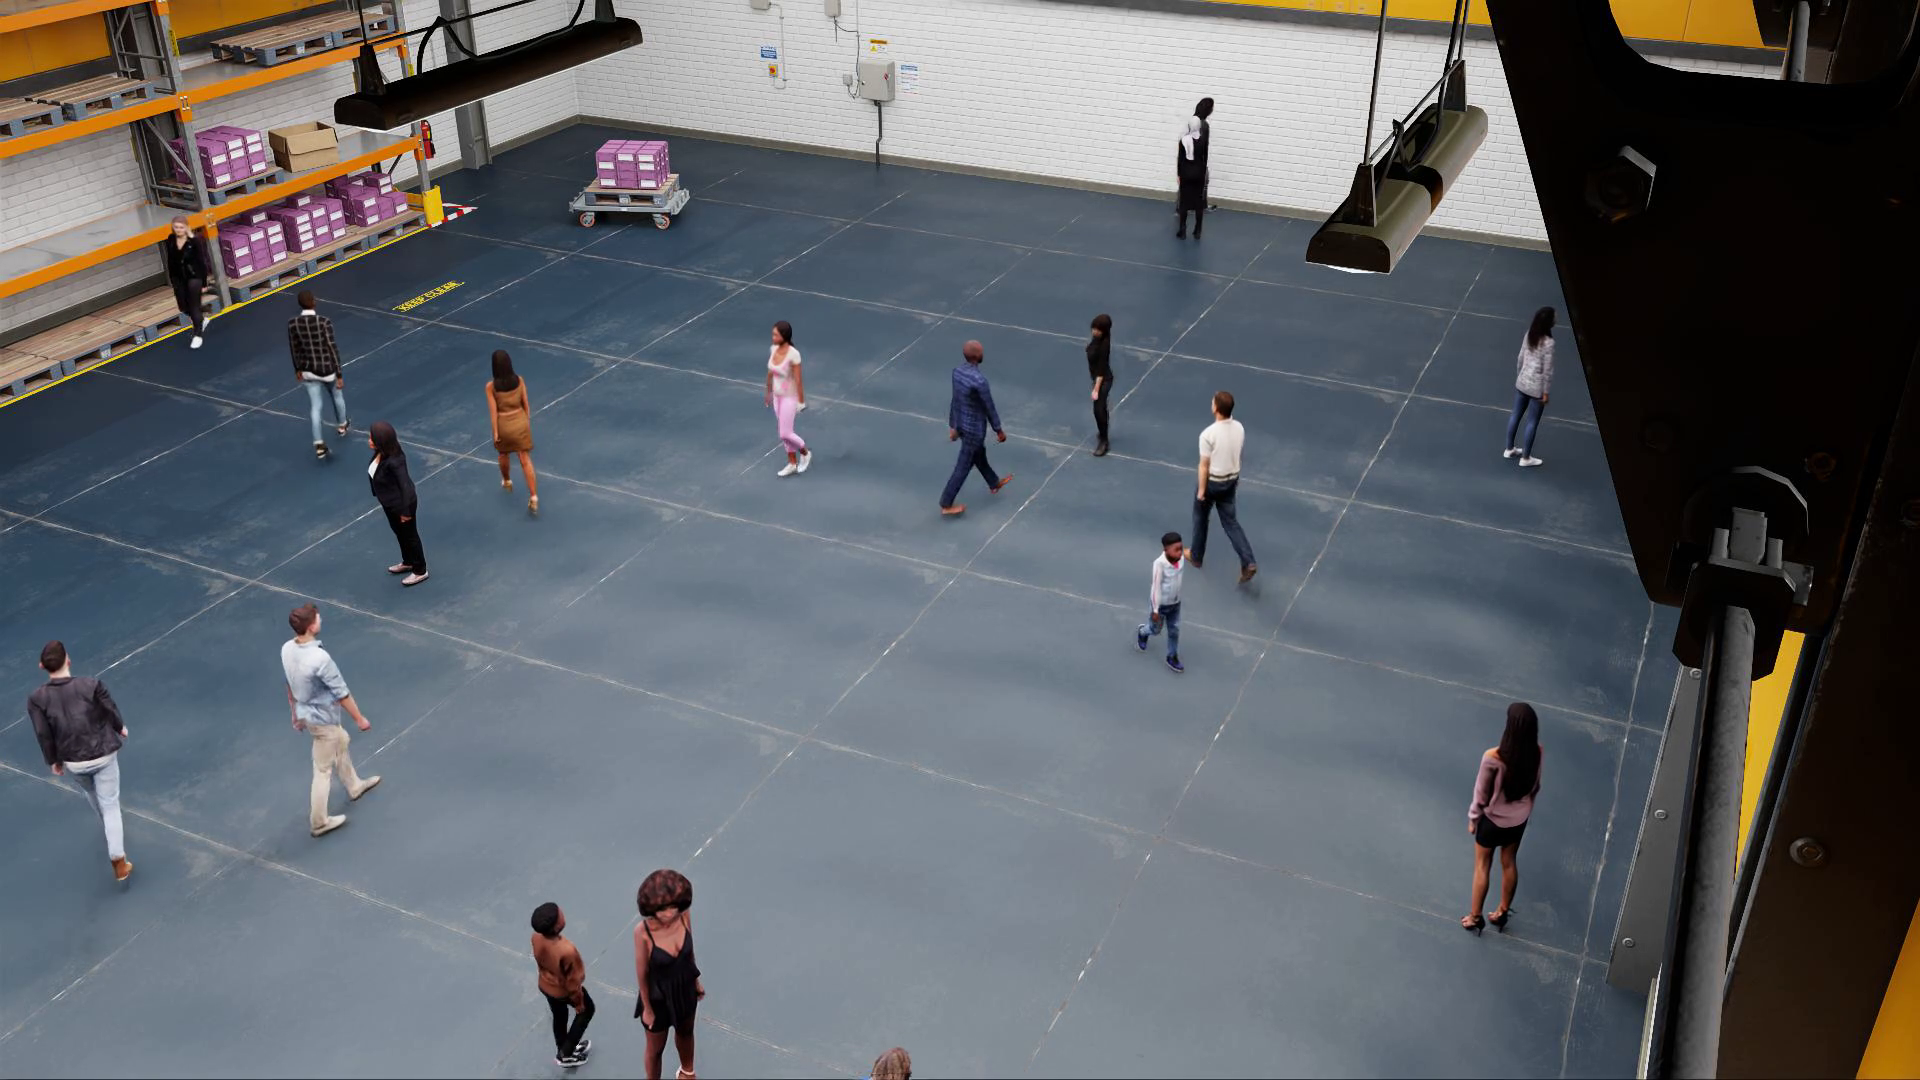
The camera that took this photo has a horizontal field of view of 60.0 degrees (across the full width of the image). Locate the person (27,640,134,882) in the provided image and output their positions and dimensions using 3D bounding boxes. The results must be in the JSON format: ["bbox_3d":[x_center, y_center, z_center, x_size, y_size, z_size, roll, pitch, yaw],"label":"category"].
[{"bbox_3d":[-6.063,1.560,11.587,1.148,1.802,1.221,-9,30,-17],"label":"person"}]

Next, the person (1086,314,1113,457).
[{"bbox_3d":[1.520,-1.713,17.785,0.864,1.611,0.684,3,29,6],"label":"person"}]

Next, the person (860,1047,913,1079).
[{"bbox_3d":[-0.400,3.310,8.508,0.813,1.677,1.010,25,37,38],"label":"person"}]

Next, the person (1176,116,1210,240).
[{"bbox_3d":[3.374,-5.244,24.085,0.684,1.777,0.702,-3,29,-6],"label":"person"}]

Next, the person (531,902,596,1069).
[{"bbox_3d":[-2.451,2.723,10.028,0.567,1.251,0.558,19,34,31],"label":"person"}]

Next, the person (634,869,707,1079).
[{"bbox_3d":[-1.690,2.633,9.636,0.592,1.786,0.698,-25,37,-38],"label":"person"}]

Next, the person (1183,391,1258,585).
[{"bbox_3d":[2.443,-0.453,15.254,1.217,1.823,1.176,-15,32,-25],"label":"person"}]

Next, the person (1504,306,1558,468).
[{"bbox_3d":[6.032,-1.636,17.518,0.734,1.731,0.683,-11,31,-20],"label":"person"}]

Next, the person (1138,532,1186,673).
[{"bbox_3d":[1.722,0.487,14.129,0.786,1.250,0.803,-15,32,-25],"label":"person"}]

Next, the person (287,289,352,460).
[{"bbox_3d":[-6.827,-1.728,17.640,1.110,1.776,1.330,-3,29,-5],"label":"person"}]

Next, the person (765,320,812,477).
[{"bbox_3d":[-1.735,-1.482,17.235,0.758,1.732,0.704,-23,36,-36],"label":"person"}]

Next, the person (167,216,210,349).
[{"bbox_3d":[-9.428,-3.208,20.474,0.781,1.661,0.857,4,29,7],"label":"person"}]

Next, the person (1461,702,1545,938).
[{"bbox_3d":[3.600,1.864,11.019,0.697,1.811,0.728,-6,29,-11],"label":"person"}]

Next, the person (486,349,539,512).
[{"bbox_3d":[-4.422,-1.053,16.539,1.097,1.646,1.016,-18,33,-29],"label":"person"}]

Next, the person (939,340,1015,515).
[{"bbox_3d":[0.044,-1.062,16.441,1.280,1.755,1.090,-17,33,-28],"label":"person"}]

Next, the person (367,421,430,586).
[{"bbox_3d":[-5.169,-0.358,15.297,0.774,1.615,0.760,-21,35,-33],"label":"person"}]

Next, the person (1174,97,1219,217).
[{"bbox_3d":[3.472,-5.717,24.925,1.178,1.803,1.109,-14,32,-24],"label":"person"}]

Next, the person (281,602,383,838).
[{"bbox_3d":[-4.692,1.333,11.980,0.808,1.823,1.014,22,36,35],"label":"person"}]
